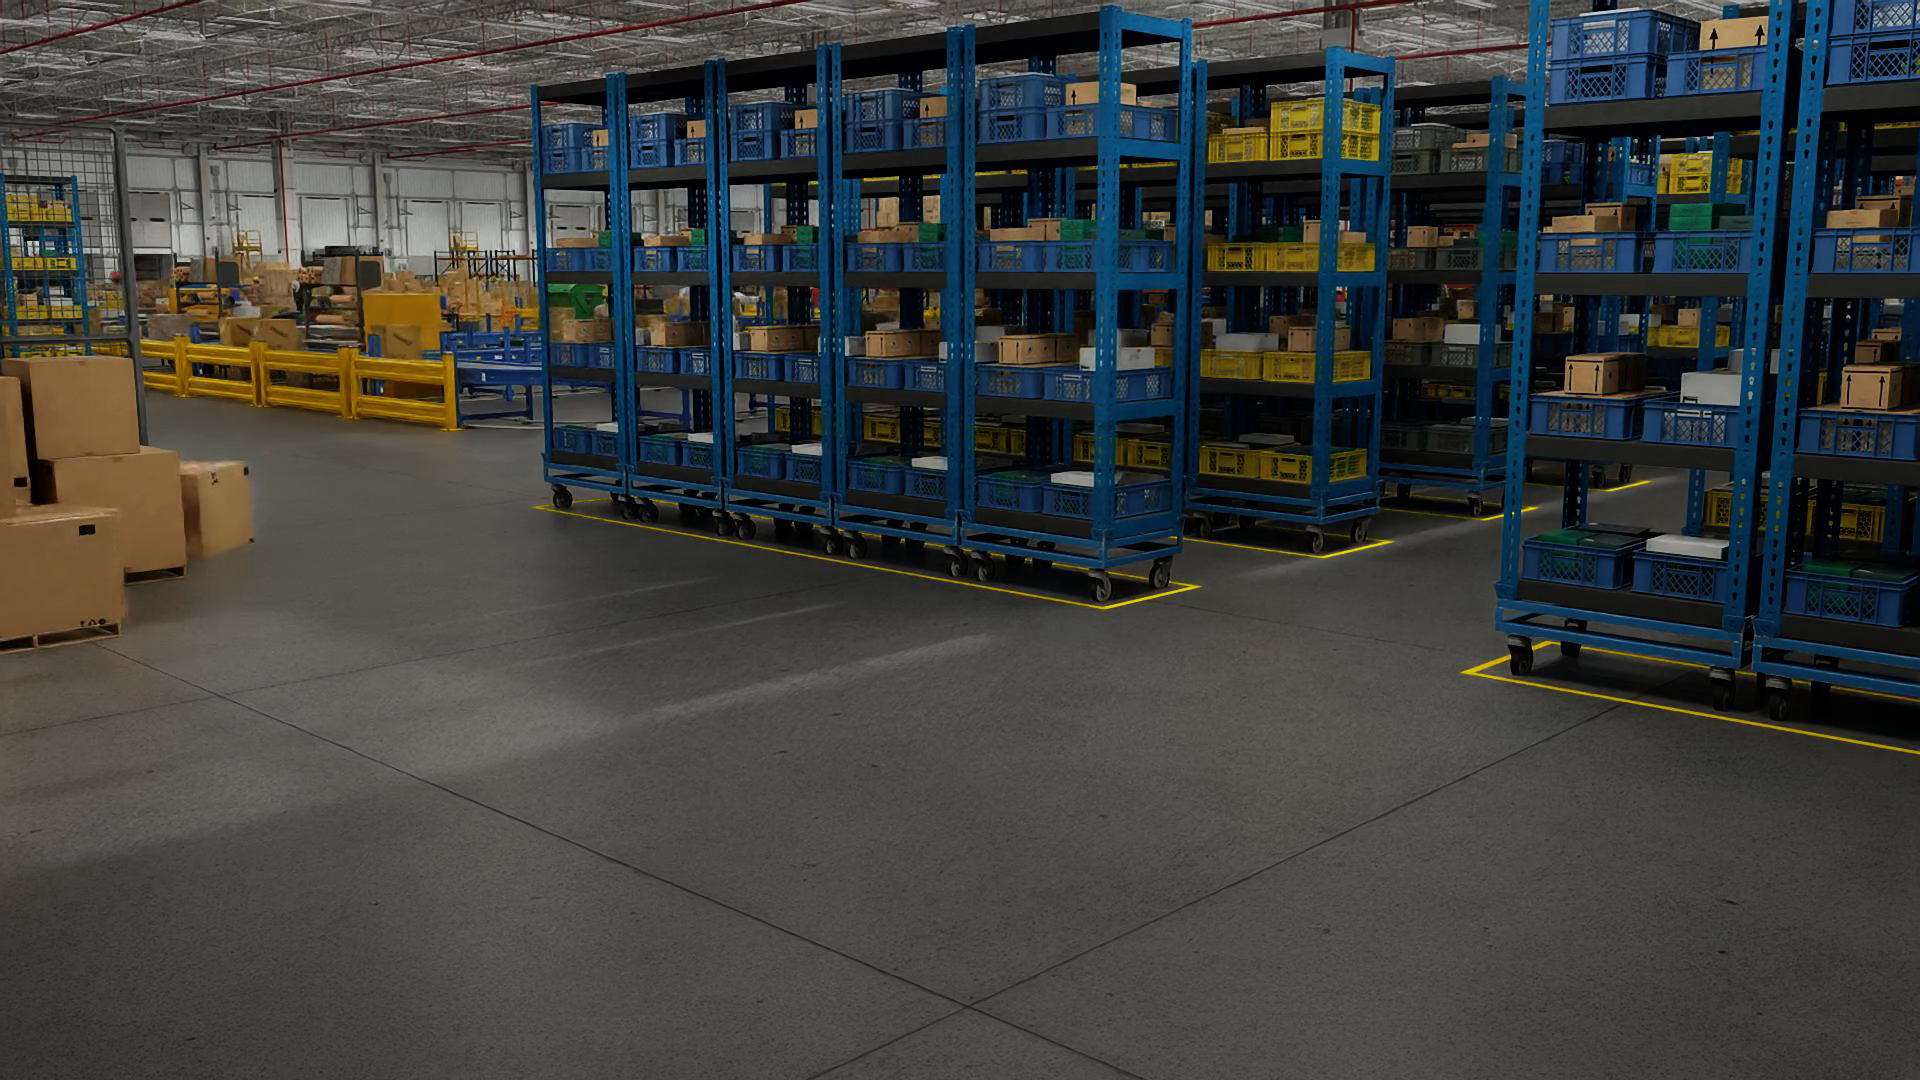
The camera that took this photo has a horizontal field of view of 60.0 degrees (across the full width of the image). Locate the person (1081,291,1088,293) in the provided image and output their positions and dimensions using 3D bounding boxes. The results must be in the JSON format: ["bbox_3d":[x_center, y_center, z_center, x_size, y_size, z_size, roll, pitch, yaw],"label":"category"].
[{"bbox_3d":[3.963,-7.388,52.346,0.936,1.860,0.670,-6,11,-33],"label":"person"}]

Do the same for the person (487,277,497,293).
[{"bbox_3d":[-22.087,-11.611,78.732,0.578,1.702,0.352,1,9,7],"label":"person"}]

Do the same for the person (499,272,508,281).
[{"bbox_3d":[-25.582,-14.075,93.202,0.547,1.919,0.447,2,10,14],"label":"person"}]

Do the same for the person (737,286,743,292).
[{"bbox_3d":[-8.998,-10.035,68.474,0.922,1.899,0.564,-9,13,-43],"label":"person"}]

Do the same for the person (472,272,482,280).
[{"bbox_3d":[-22.325,-11.425,76.893,0.627,1.934,0.372,2,10,13],"label":"person"}]

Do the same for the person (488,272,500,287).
[{"bbox_3d":[-23.153,-12.362,82.678,0.595,1.918,0.386,0,9,1],"label":"person"}]

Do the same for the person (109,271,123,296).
[{"bbox_3d":[-23.149,-6.357,45.598,1.006,1.992,0.628,-8,12,-40],"label":"person"}]

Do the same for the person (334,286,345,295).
[{"bbox_3d":[-21.585,-8.388,58.231,0.978,1.945,0.612,-3,10,-19],"label":"person"}]

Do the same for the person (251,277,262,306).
[{"bbox_3d":[-27.434,-9.391,64.934,0.527,1.768,0.313,4,10,21],"label":"person"}]

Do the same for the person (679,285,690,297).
[{"bbox_3d":[-8.472,-7.236,51.673,0.925,1.789,0.598,9,13,43],"label":"person"}]

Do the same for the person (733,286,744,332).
[{"bbox_3d":[-6.565,-6.708,48.819,0.536,1.655,0.852,-9,13,-42],"label":"person"}]

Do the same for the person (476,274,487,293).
[{"bbox_3d":[-21.647,-11.109,75.299,0.748,1.813,0.545,0,9,-1],"label":"person"}]

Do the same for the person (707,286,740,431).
[{"bbox_3d":[-2.621,-1.902,18.582,0.399,1.909,0.642,-6,11,-34],"label":"person"}]

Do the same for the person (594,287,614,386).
[{"bbox_3d":[-6.200,-3.592,29.407,0.530,1.758,0.345,-6,11,-30],"label":"person"}]

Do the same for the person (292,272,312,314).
[{"bbox_3d":[-24.573,-9.070,62.121,0.683,2.000,0.538,-4,10,-25],"label":"person"}]

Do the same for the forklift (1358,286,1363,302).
[{"bbox_3d":[11.100,-7.017,46.970,1.873,2.768,1.129,9,13,43],"label":"forklift"}]

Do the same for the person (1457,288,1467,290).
[{"bbox_3d":[19.090,-9.095,63.433,0.817,1.668,0.537,-3,10,-19],"label":"person"}]
